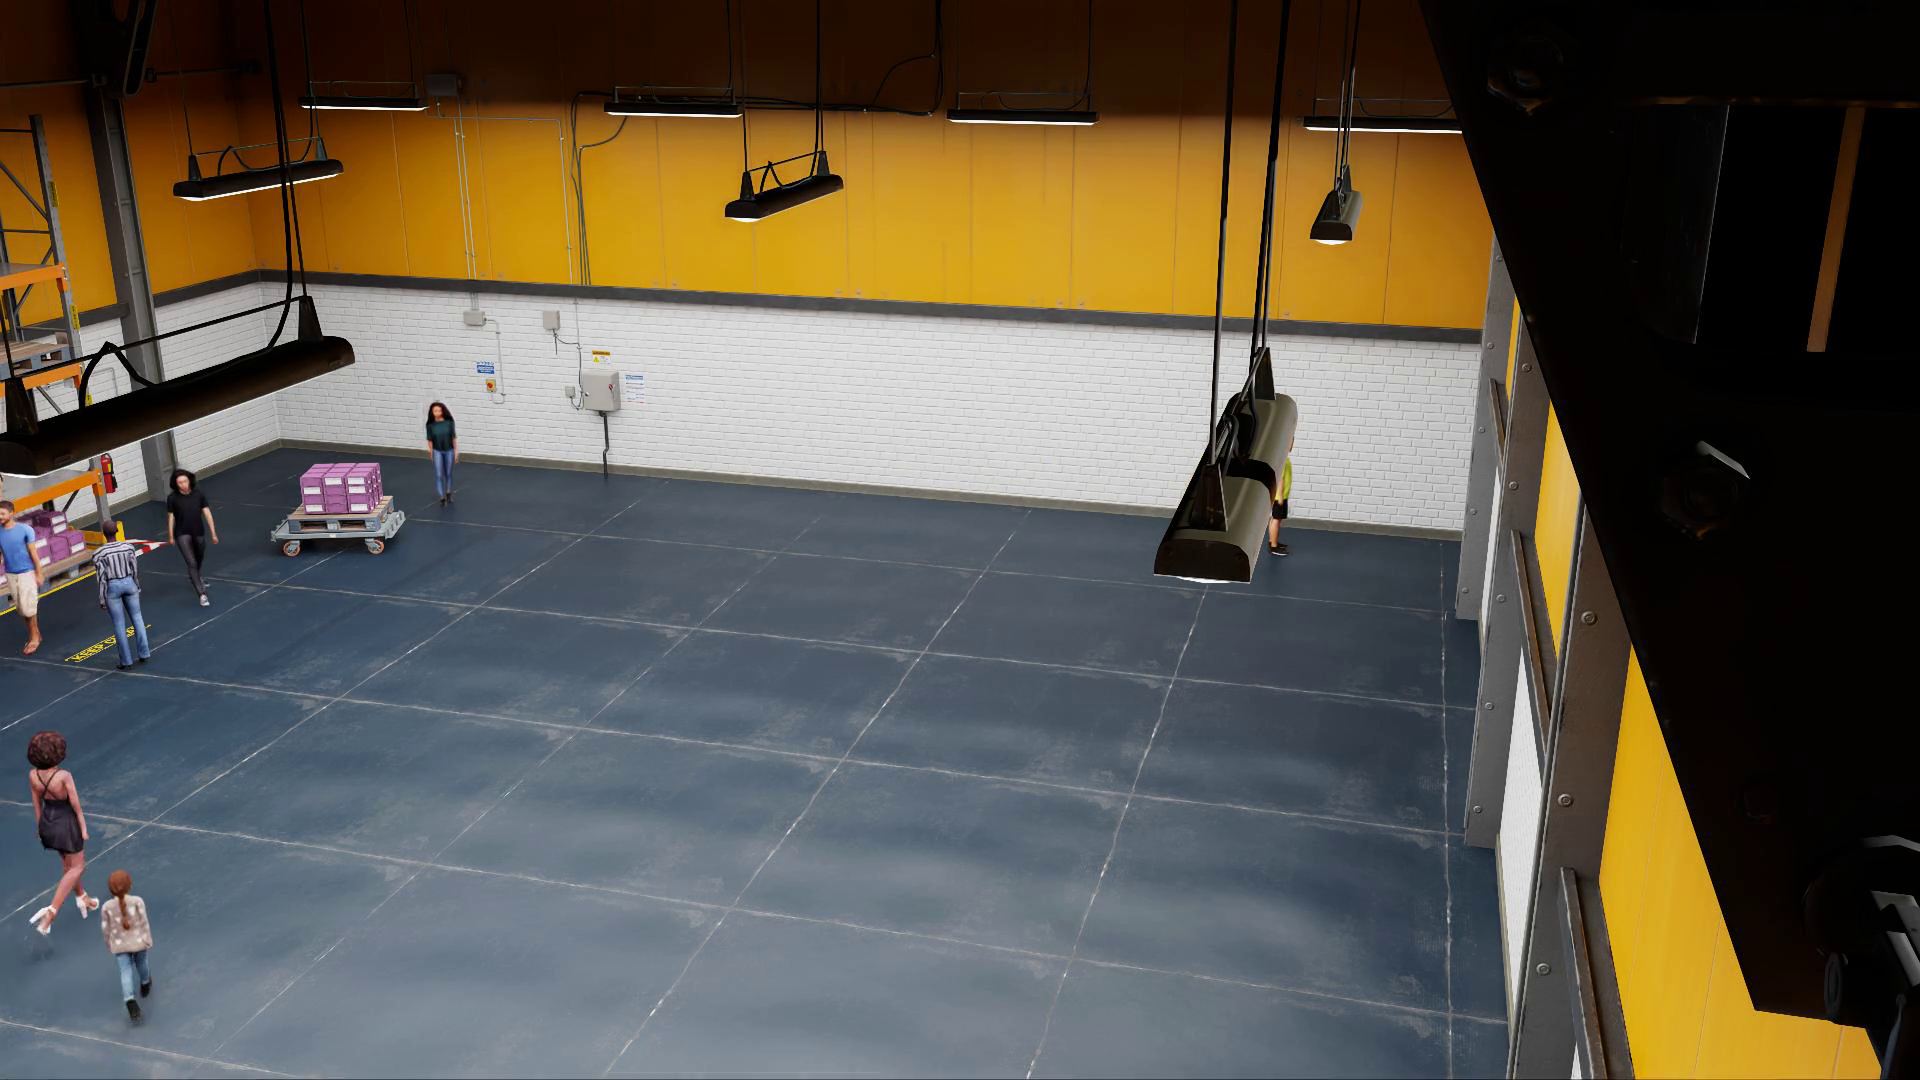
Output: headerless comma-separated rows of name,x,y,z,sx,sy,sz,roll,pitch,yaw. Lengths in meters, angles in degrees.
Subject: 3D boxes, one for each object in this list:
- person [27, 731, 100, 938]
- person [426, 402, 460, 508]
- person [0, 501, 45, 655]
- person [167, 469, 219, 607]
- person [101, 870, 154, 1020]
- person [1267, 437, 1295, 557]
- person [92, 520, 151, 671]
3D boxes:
person,-7.500,2.464,13.777,0.615,1.767,1.016,3,19,10
person,-7.866,-1.341,25.354,0.895,1.590,1.015,-7,20,-21
person,-11.154,0.384,19.835,0.746,1.843,0.869,1,19,2
person,-9.895,-0.096,21.368,1.261,1.773,1.204,-17,25,-41
person,-6.398,3.113,12.778,0.771,1.174,0.882,-7,20,-20
person,4.444,-0.658,23.143,0.696,1.706,0.502,3,19,8
person,-9.676,0.625,19.192,0.752,1.796,0.611,15,24,37
